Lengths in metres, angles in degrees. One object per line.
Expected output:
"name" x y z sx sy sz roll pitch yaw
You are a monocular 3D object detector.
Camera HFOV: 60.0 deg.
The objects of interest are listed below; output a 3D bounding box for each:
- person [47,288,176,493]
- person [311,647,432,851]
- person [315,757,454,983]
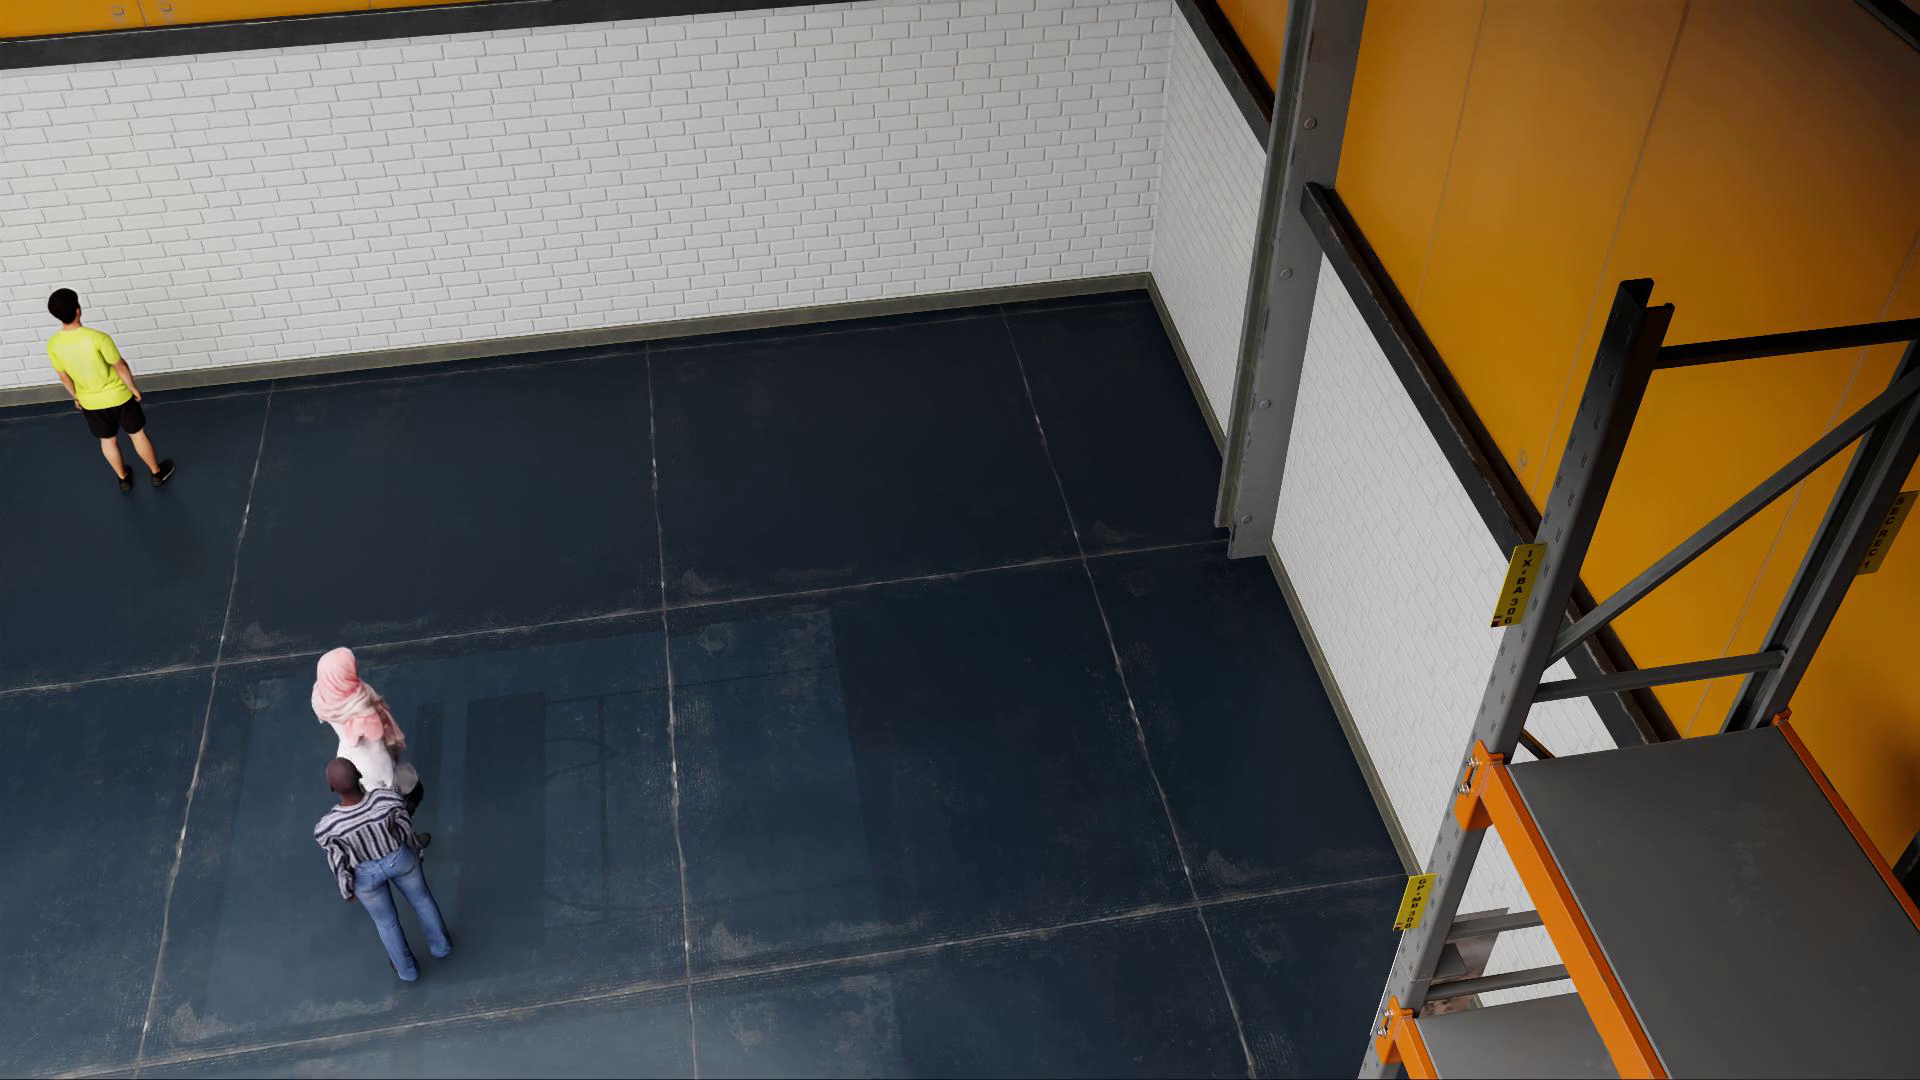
"person" -6.176 -1.067 11.995 0.611 1.708 0.509 -7 44 -7
"person" -3.401 1.331 9.416 0.824 1.793 0.885 23 48 22
"person" -3.094 1.777 8.944 0.696 1.796 0.685 -27 50 -26
